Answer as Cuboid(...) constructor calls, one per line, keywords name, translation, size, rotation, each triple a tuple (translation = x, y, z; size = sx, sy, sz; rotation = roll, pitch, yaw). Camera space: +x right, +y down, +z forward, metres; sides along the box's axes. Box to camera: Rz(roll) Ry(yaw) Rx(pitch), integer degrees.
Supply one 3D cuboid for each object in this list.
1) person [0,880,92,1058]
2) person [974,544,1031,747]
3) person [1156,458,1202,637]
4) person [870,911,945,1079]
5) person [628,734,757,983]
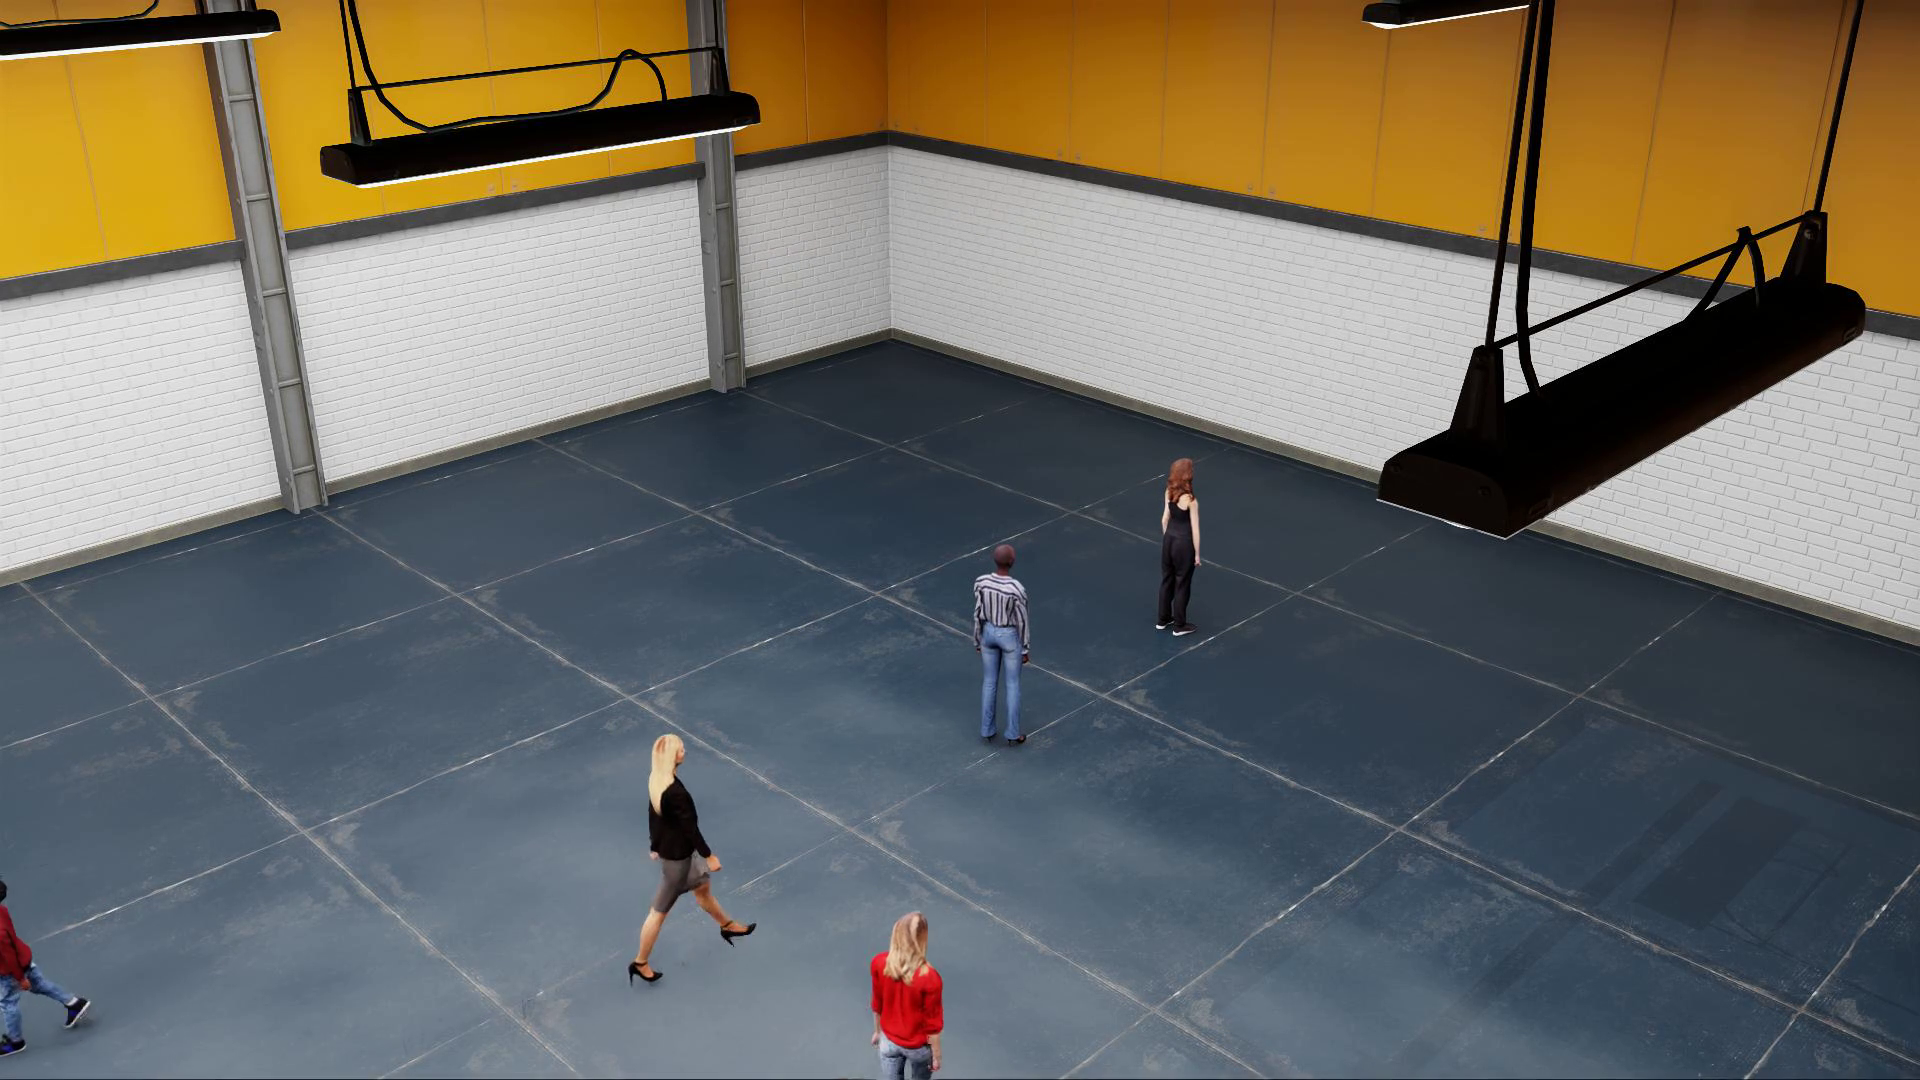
Cuboid(name="person", translation=(-5.858, 2.618, 10.398), size=(0.890, 1.248, 0.673), rotation=(-11, 26, -23))
Cuboid(name="person", translation=(0.345, 0.867, 13.722), size=(0.701, 1.794, 0.664), rotation=(11, 26, 23))
Cuboid(name="person", translation=(2.050, 0.051, 15.650), size=(0.518, 1.747, 0.598), rotation=(-20, 30, -38))
Cuboid(name="person", translation=(-0.337, 2.855, 9.314), size=(0.831, 1.683, 1.051), rotation=(11, 26, 23))
Cuboid(name="person", translation=(-1.942, 2.137, 10.821), size=(1.221, 1.791, 0.859), rotation=(-11, 26, -24))
